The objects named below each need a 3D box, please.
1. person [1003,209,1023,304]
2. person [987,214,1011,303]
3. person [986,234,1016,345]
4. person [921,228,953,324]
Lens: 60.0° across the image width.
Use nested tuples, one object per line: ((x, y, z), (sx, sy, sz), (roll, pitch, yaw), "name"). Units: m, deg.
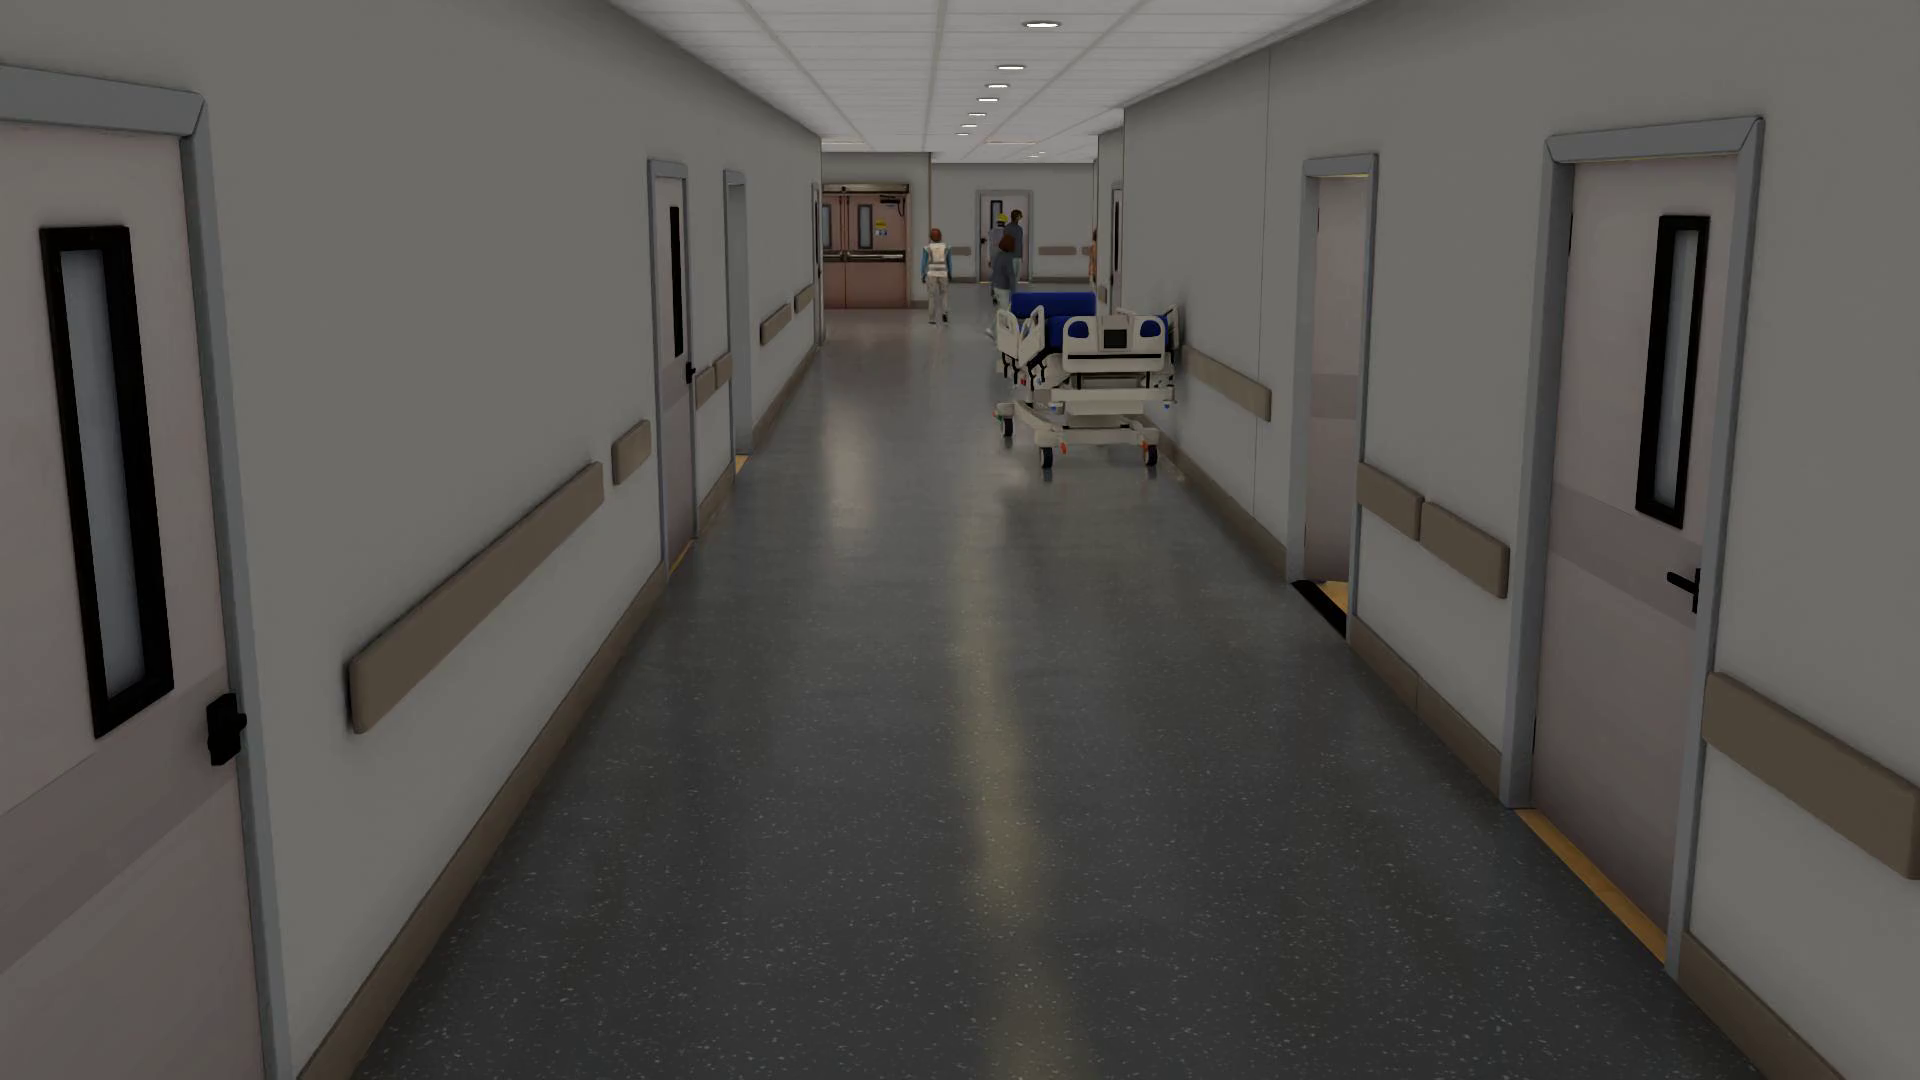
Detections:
((1.061, -5.533, 32.737), (0.386, 1.931, 0.632), (6, 13, 28), "person")
((0.857, -5.756, 34.058), (0.600, 1.827, 0.404), (3, 12, 16), "person")
((0.638, -3.671, 24.424), (0.361, 1.611, 0.562), (-5, 13, -25), "person")
((-0.396, -4.524, 28.543), (0.557, 1.630, 0.346), (-3, 12, -13), "person")
